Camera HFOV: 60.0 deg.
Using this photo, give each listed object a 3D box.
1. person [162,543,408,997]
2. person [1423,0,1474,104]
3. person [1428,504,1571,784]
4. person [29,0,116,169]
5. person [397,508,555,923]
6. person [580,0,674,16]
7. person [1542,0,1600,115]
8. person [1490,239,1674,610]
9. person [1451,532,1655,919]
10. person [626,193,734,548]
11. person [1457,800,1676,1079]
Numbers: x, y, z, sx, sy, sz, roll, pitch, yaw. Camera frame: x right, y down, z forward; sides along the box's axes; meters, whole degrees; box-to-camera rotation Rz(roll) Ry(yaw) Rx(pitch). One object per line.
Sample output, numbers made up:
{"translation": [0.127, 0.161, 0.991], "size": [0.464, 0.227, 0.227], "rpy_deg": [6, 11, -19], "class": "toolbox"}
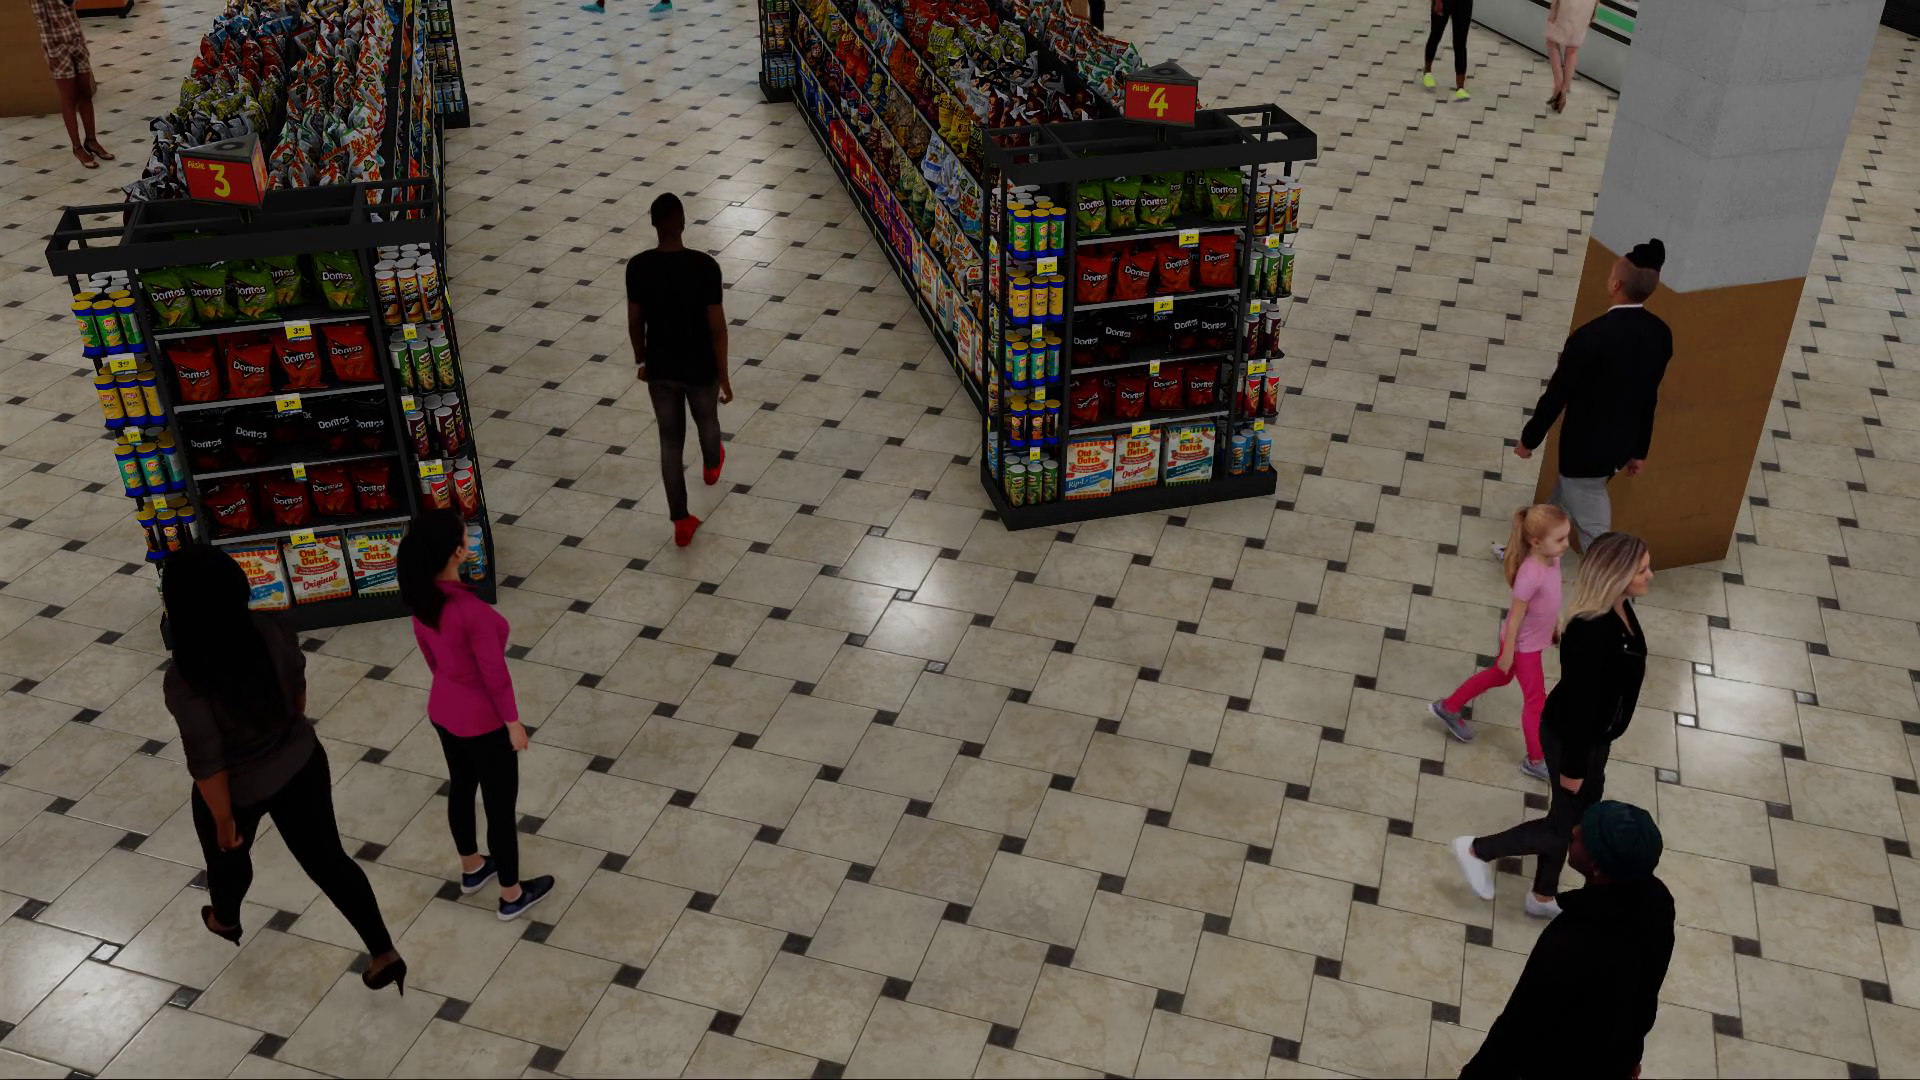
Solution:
{"translation": [-2.263, 0.867, 5.604], "size": [1.229, 1.783, 1.143], "rpy_deg": [19, 36, 27], "class": "person"}
{"translation": [4.333, -4.798, 14.789], "size": [0.716, 1.697, 1.197], "rpy_deg": [-3, 32, -5], "class": "person"}
{"translation": [2.277, 0.384, 6.879], "size": [0.932, 1.256, 0.855], "rpy_deg": [18, 36, 27], "class": "person"}
{"translation": [-7.101, -3.871, 13.210], "size": [0.729, 1.792, 0.630], "rpy_deg": [7, 33, 12], "class": "person"}
{"translation": [-1.787, 0.644, 6.042], "size": [0.660, 1.699, 0.736], "rpy_deg": [22, 38, 31], "class": "person"}
{"translation": [-3.354, -6.190, 17.056], "size": [0.597, 1.665, 1.091], "rpy_deg": [-8, 33, -12], "class": "person"}
{"translation": [5.327, -4.531, 14.334], "size": [0.671, 1.724, 0.695], "rpy_deg": [-1, 32, -2], "class": "person"}
{"translation": [2.923, -0.360, 7.469], "size": [0.889, 1.896, 1.336], "rpy_deg": [-14, 35, -22], "class": "person"}
{"translation": [2.121, 0.698, 5.973], "size": [0.927, 1.679, 0.884], "rpy_deg": [13, 34, 20], "class": "person"}
{"translation": [-1.412, -0.802, 8.309], "size": [0.878, 1.758, 1.227], "rpy_deg": [0, 32, 0], "class": "person"}
{"translation": [1.751, 1.517, 4.578], "size": [1.047, 1.764, 1.337], "rpy_deg": [-24, 39, -33], "class": "person"}
